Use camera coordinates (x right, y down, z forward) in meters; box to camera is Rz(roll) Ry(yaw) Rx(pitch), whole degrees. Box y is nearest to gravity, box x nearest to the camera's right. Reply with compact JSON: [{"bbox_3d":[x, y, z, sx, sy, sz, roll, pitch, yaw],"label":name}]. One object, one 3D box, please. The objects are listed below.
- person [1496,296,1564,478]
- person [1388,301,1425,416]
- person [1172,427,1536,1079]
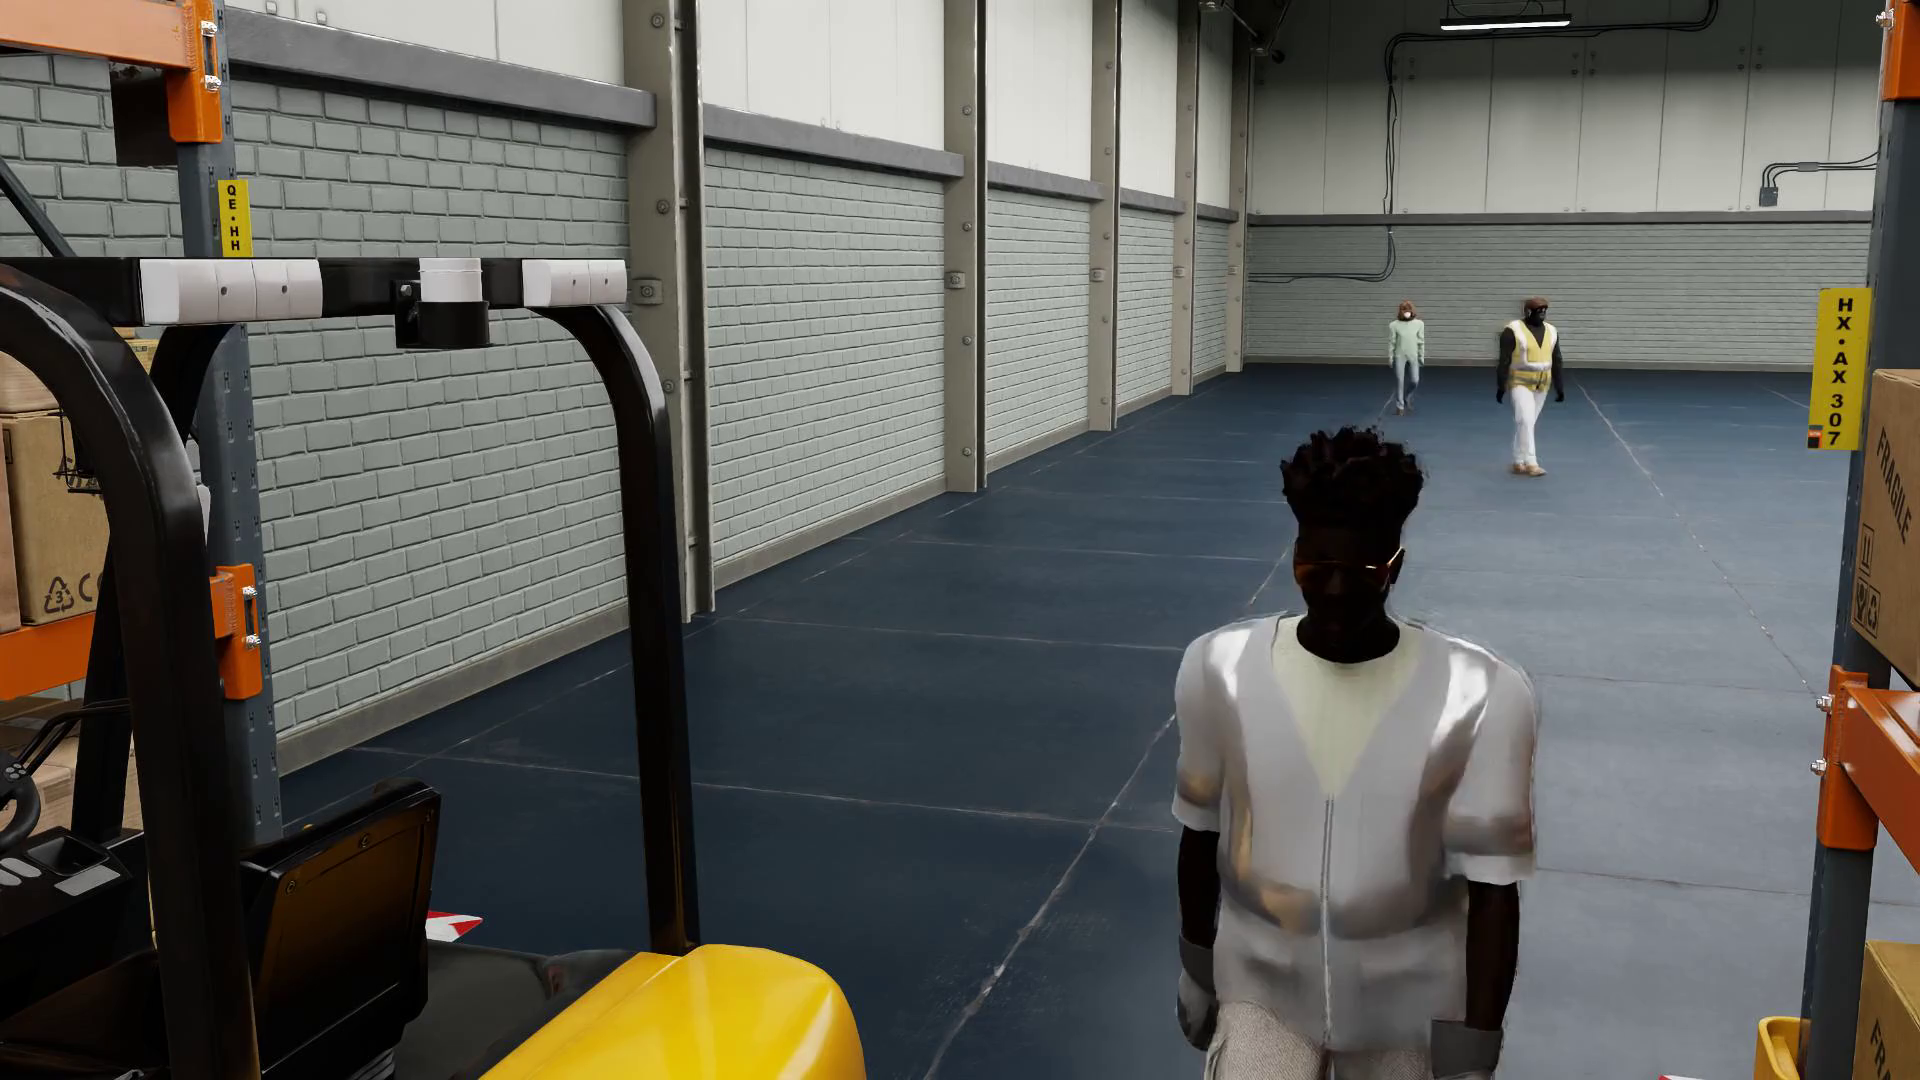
[{"bbox_3d":[5.784,-1.518,16.649,0.662,1.811,0.839,-3,10,-17],"label":"person"},{"bbox_3d":[6.263,-2.545,23.358,0.515,1.619,0.372,1,10,4],"label":"person"},{"bbox_3d":[0.607,0.773,2.723,0.611,1.904,1.006,3,10,19],"label":"person"}]
